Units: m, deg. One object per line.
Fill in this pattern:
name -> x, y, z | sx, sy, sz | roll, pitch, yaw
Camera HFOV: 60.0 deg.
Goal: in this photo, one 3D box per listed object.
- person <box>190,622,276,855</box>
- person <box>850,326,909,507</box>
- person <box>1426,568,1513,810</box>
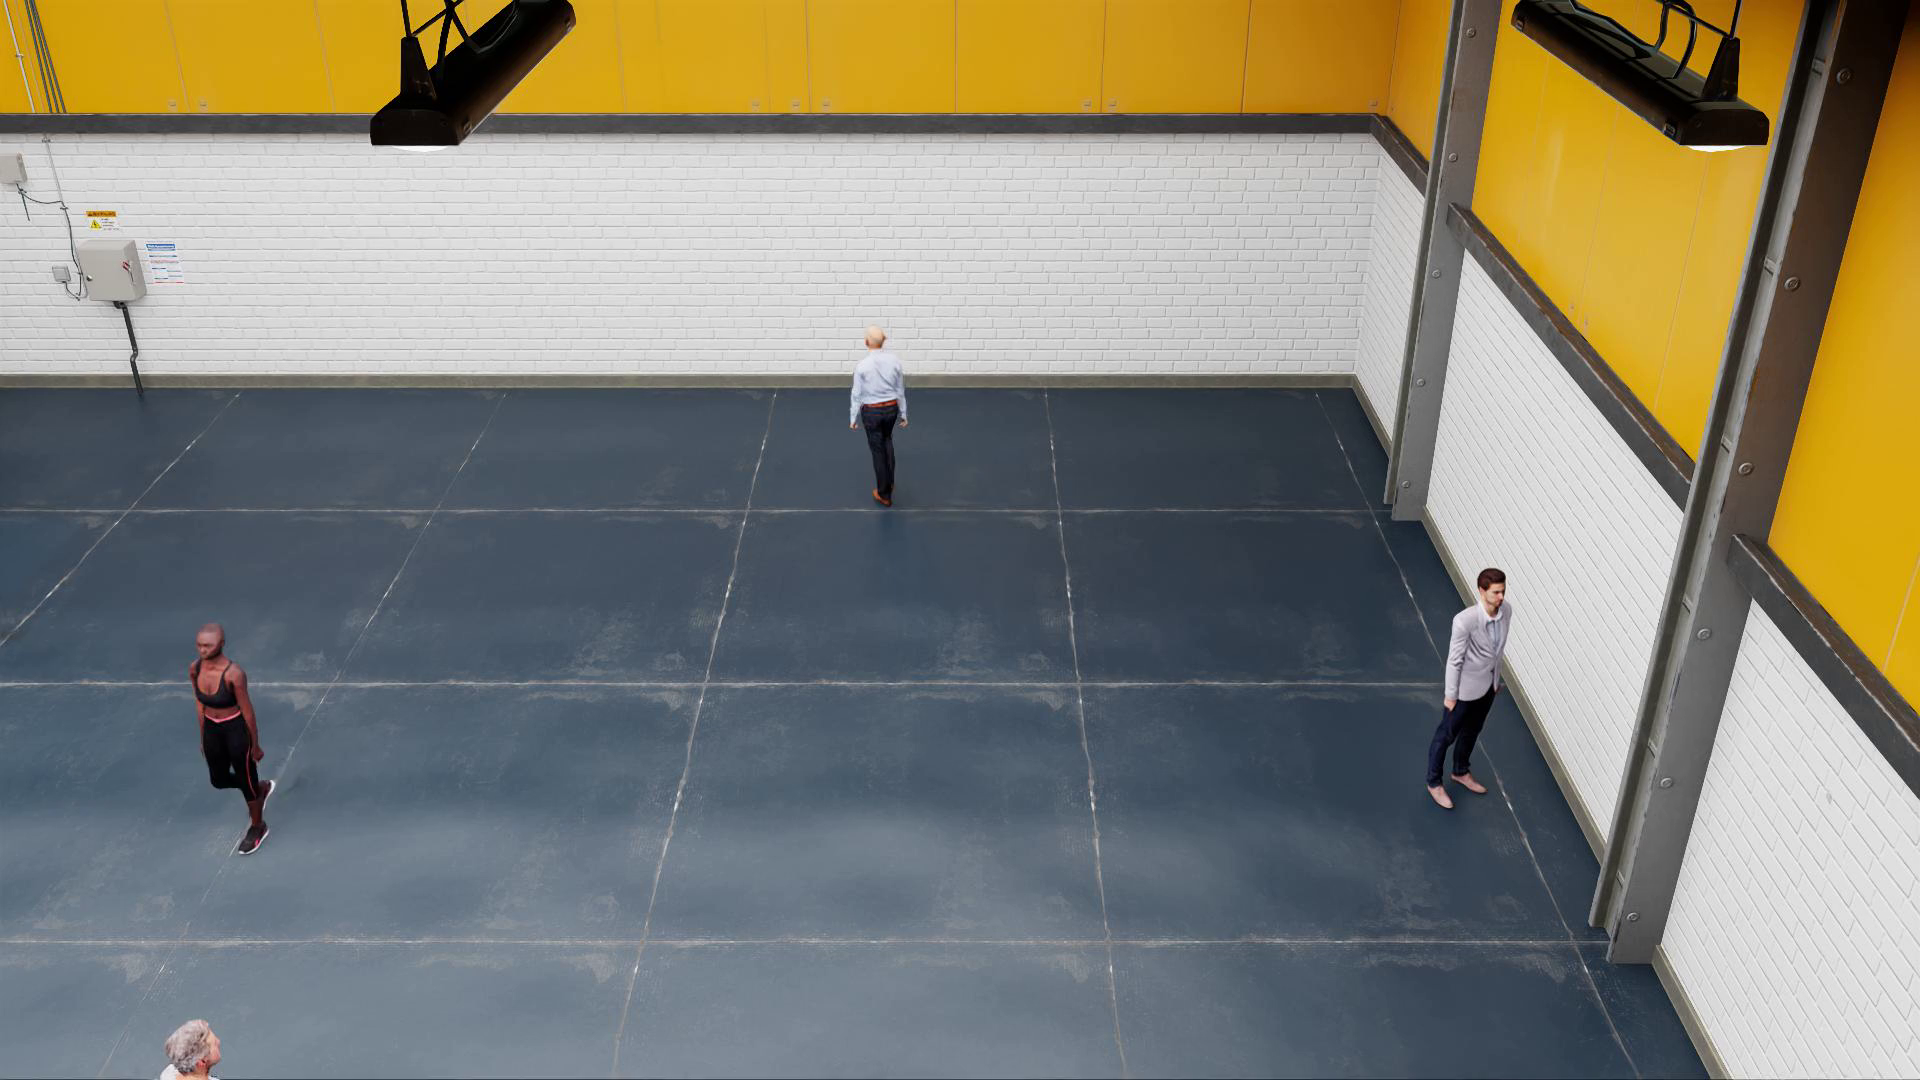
person -> -4.890, 1.277, 11.297 | 0.712, 1.751, 0.823 | 7, 29, 13
person -> -0.718, -1.129, 15.680 | 0.788, 1.777, 0.794 | -13, 31, -22
person -> 3.605, 0.997, 11.703 | 0.761, 1.852, 0.756 | -15, 32, -25
